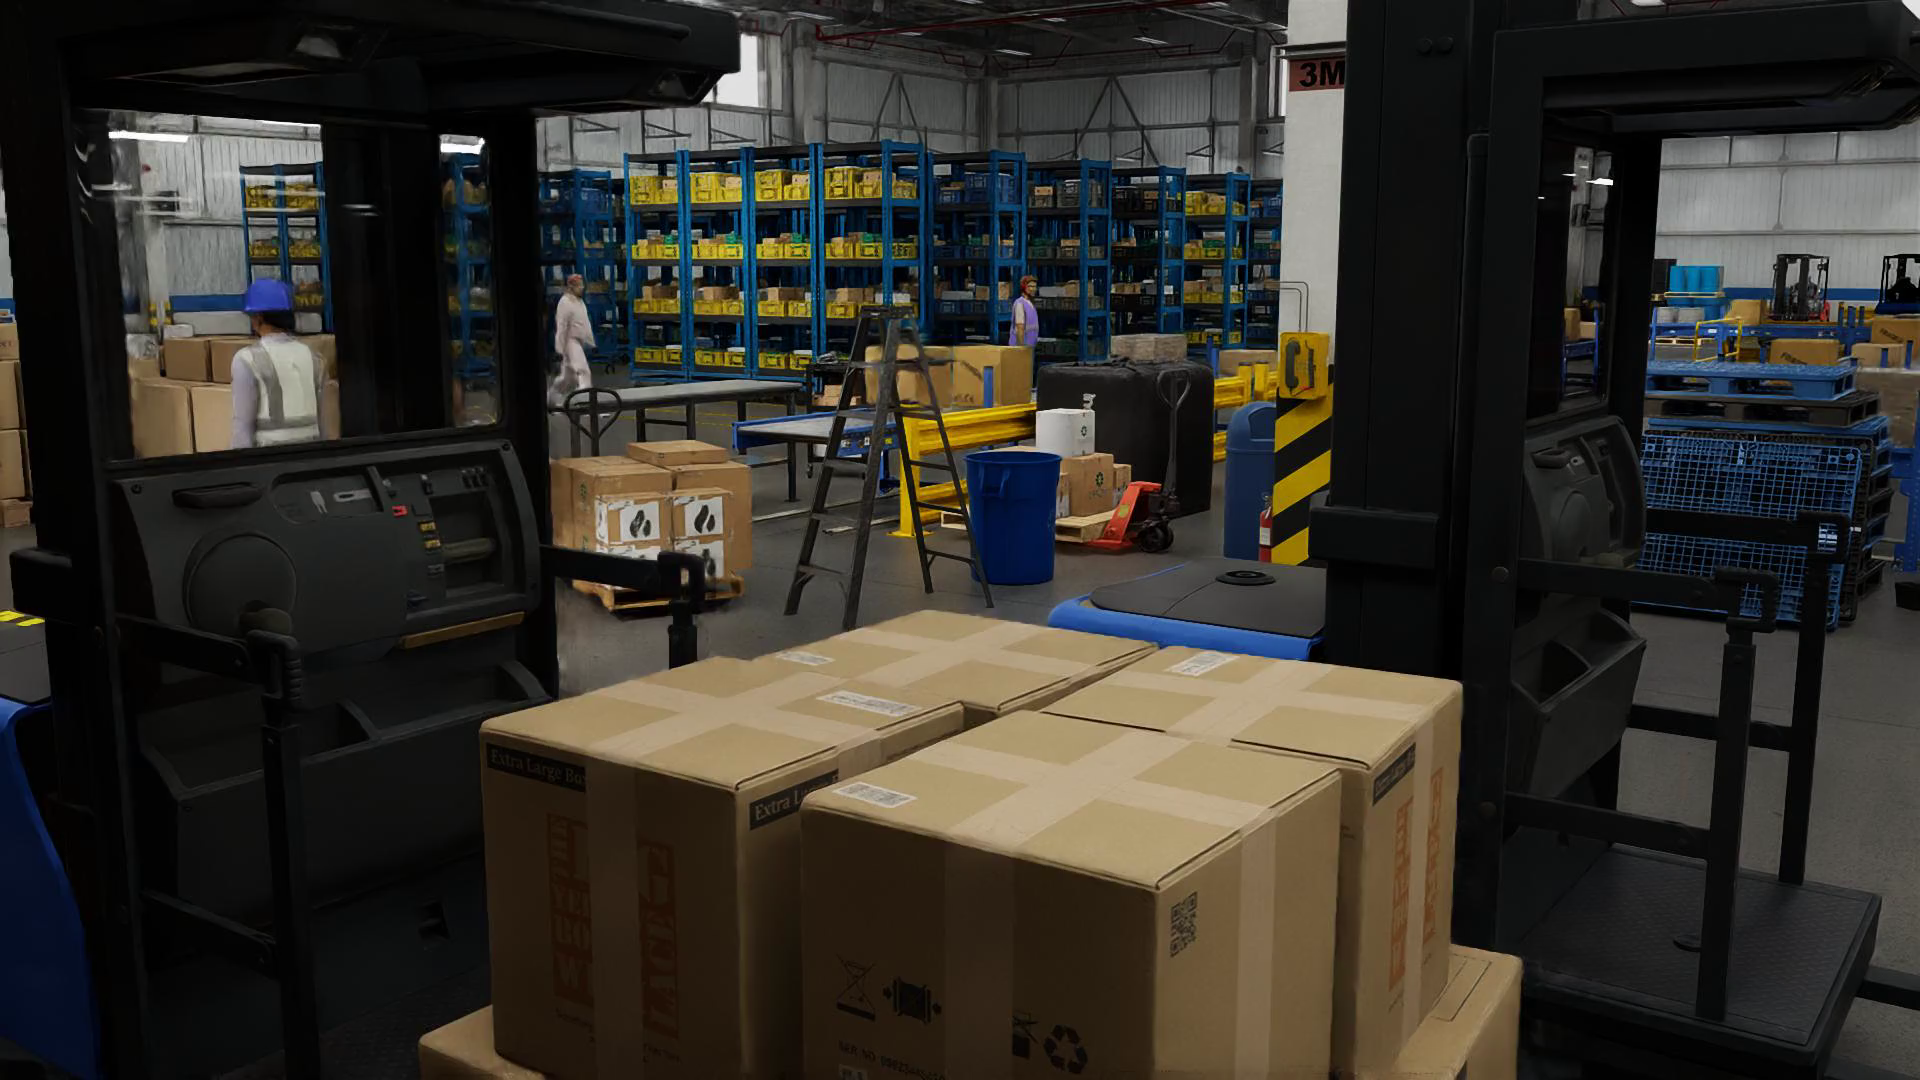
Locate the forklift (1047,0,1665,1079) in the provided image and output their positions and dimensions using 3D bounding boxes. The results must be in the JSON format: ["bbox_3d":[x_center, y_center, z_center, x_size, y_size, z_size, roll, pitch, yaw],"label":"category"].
[{"bbox_3d":[1.249,-0.137,4.360,1.873,2.768,1.129,7,12,35],"label":"forklift"}]

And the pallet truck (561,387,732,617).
[{"bbox_3d":[-1.981,-0.274,10.088,0.680,1.201,1.601,-5,11,-28],"label":"pallet truck"}]

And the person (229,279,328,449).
[{"bbox_3d":[-3.689,-0.469,9.157,0.583,1.926,0.626,4,10,21],"label":"person"}]

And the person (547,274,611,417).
[{"bbox_3d":[-5.062,-2.520,21.605,0.967,1.864,0.642,0,10,3],"label":"person"}]

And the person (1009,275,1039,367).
[{"bbox_3d":[0.799,-2.374,20.765,0.372,1.841,0.570,2,10,13],"label":"person"}]

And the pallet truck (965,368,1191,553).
[{"bbox_3d":[0.845,-0.609,11.869,1.630,1.274,0.653,7,12,35],"label":"pallet truck"}]

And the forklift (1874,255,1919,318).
[{"bbox_3d":[22.089,-5.634,38.796,1.157,1.987,2.680,6,11,33],"label":"forklift"}]

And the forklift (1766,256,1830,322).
[{"bbox_3d":[20.253,-5.854,40.139,1.157,1.987,2.680,7,12,35],"label":"forklift"}]

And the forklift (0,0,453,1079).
[{"bbox_3d":[-1.592,-0.034,3.744,1.873,2.768,1.129,7,12,35],"label":"forklift"}]

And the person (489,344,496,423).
[{"bbox_3d":[-3.935,-1.290,14.377,0.626,1.813,0.658,8,13,40],"label":"person"}]

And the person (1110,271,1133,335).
[{"bbox_3d":[3.030,-4.109,31.129,0.403,1.830,0.599,-5,11,-26],"label":"person"}]
